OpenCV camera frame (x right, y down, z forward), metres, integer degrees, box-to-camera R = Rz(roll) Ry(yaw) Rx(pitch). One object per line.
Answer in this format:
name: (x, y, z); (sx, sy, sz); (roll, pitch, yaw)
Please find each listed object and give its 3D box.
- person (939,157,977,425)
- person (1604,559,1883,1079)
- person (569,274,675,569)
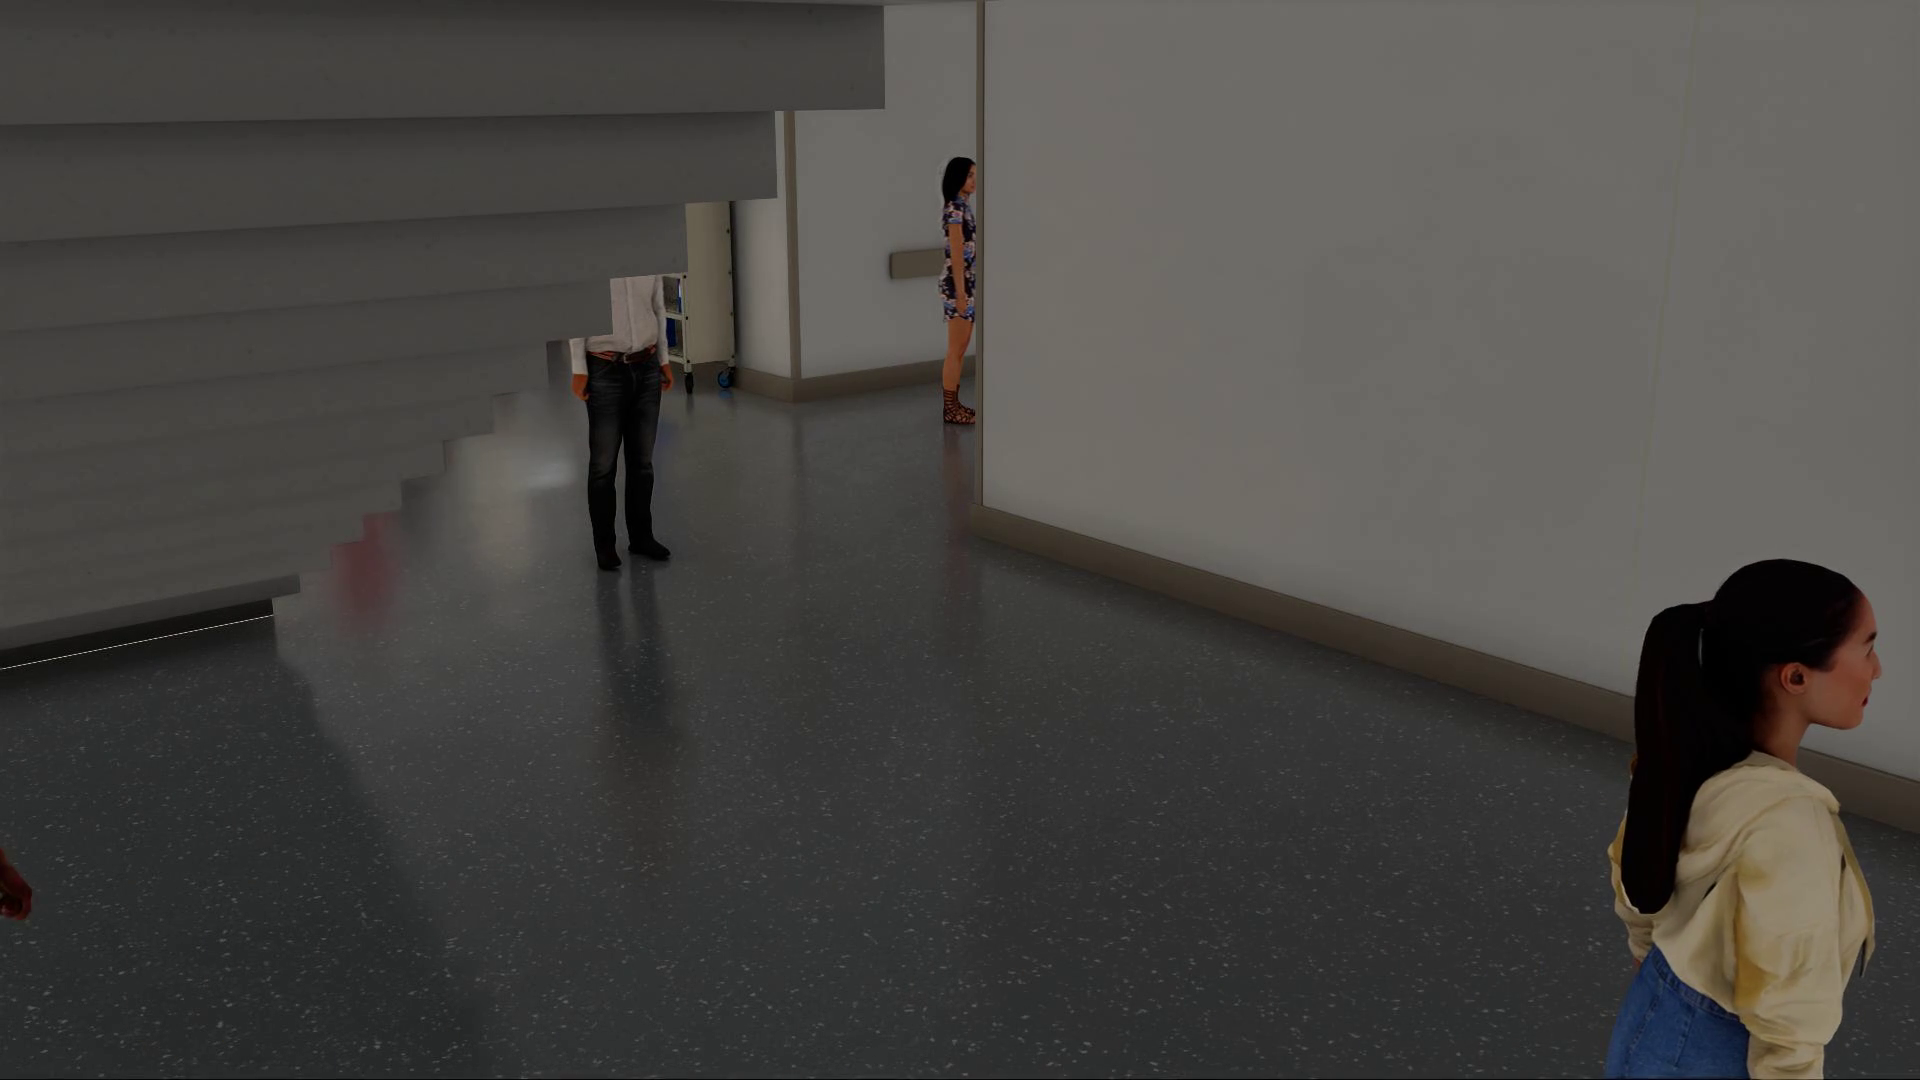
person: (0.001, -1.655, 11.046); (0.710, 1.733, 0.661); (2, 16, 7)
person: (1.113, 0.813, 2.483); (0.777, 1.630, 0.693); (0, 16, 0)
person: (-1.601, -0.790, 7.833); (0.674, 1.811, 0.563); (-11, 19, -34)
